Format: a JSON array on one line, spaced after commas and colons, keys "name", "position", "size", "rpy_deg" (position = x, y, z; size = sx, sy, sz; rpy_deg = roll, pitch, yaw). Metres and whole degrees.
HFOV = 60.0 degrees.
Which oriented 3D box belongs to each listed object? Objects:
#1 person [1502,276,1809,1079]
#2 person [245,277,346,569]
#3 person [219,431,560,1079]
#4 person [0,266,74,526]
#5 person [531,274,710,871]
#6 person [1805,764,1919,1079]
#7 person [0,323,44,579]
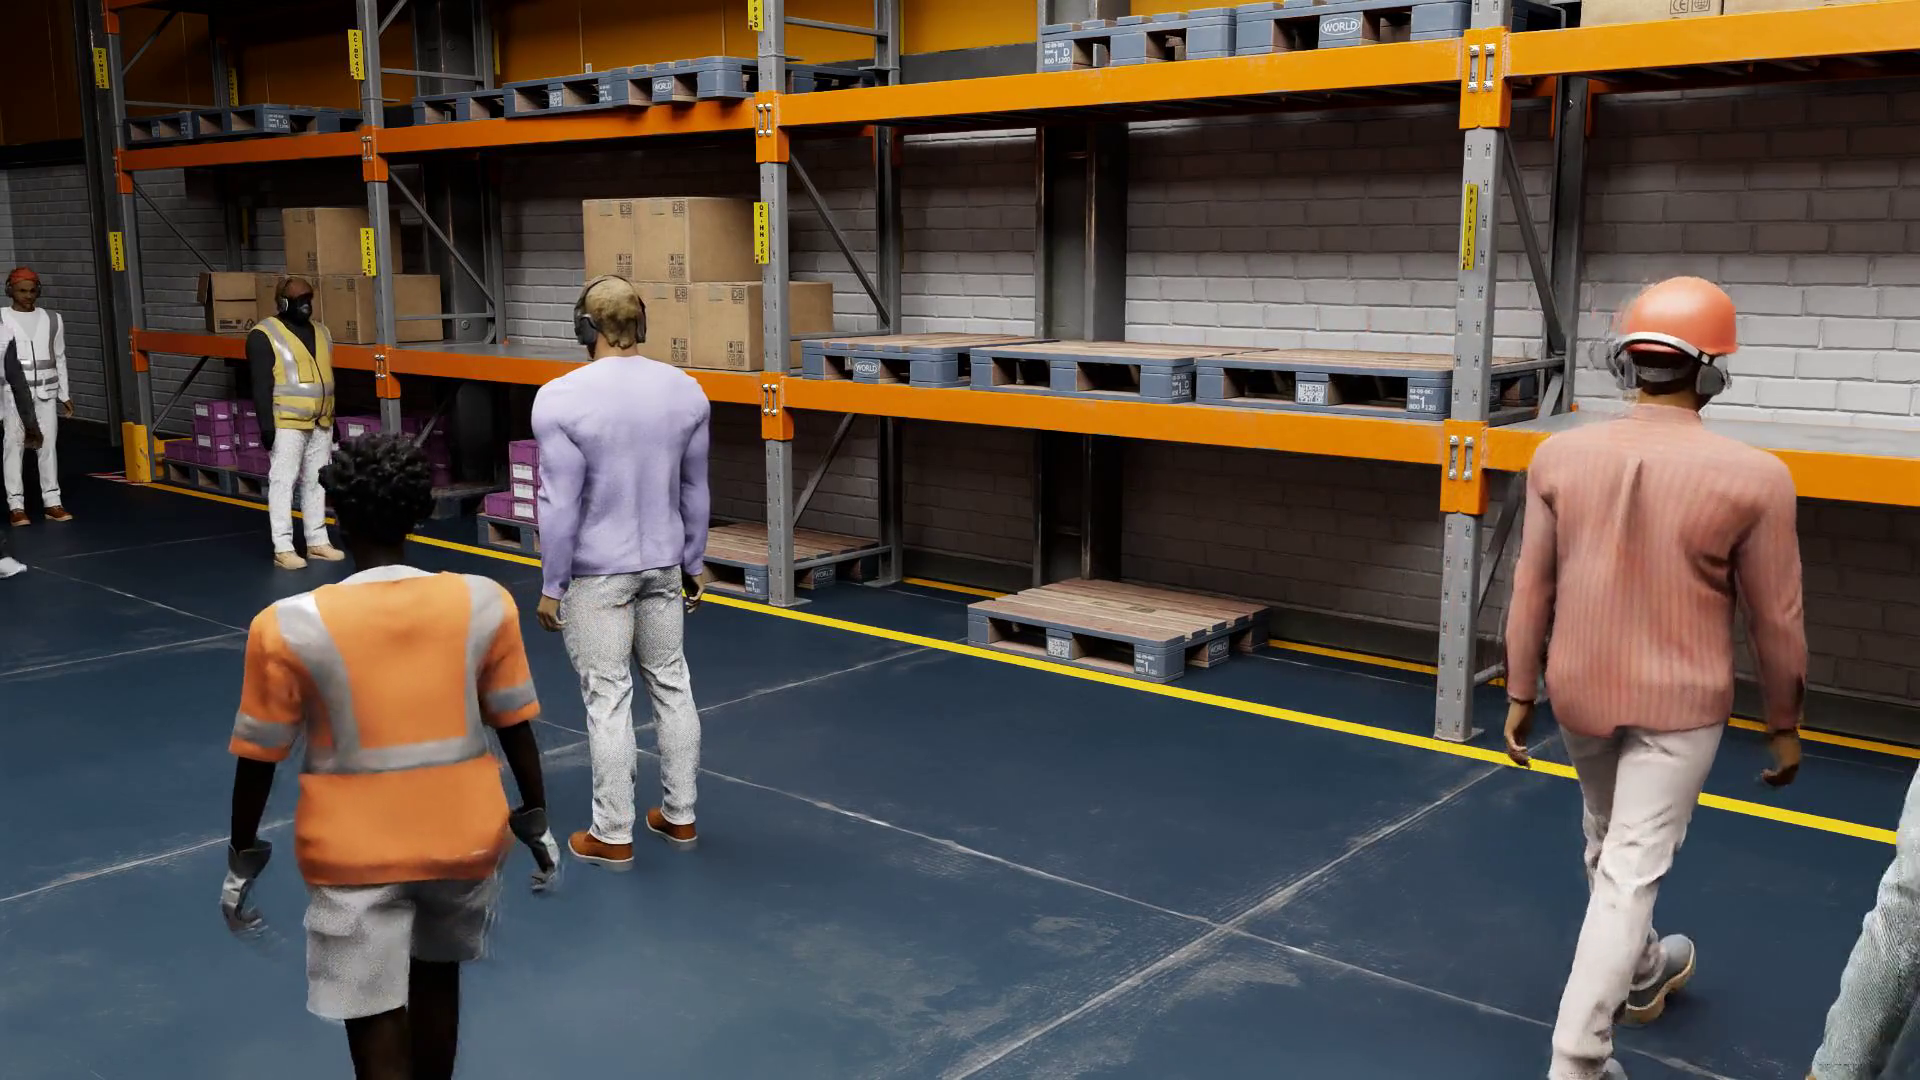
[{"name": "person", "position": [1.701, 0.359, 3.991], "size": [1.005, 1.942, 0.640], "rpy_deg": [-9, 14, -43]}, {"name": "person", "position": [-4.202, -0.746, 10.604], "size": [0.429, 1.839, 0.634], "rpy_deg": [5, 11, 25]}, {"name": "person", "position": [-1.143, 0.615, 3.333], "size": [0.630, 1.651, 0.719], "rpy_deg": [-7, 12, -35]}, {"name": "person", "position": [-6.834, -1.053, 12.218], "size": [0.355, 1.886, 0.572], "rpy_deg": [8, 13, 40]}, {"name": "person", "position": [-1.097, 0.110, 5.450], "size": [0.635, 1.936, 0.354], "rpy_deg": [-9, 14, -42]}, {"name": "person", "position": [1.529, 0.783, 2.337], "size": [0.504, 1.694, 0.935], "rpy_deg": [-2, 10, -12]}, {"name": "person", "position": [-5.973, -0.700, 10.219], "size": [0.927, 1.879, 0.616], "rpy_deg": [5, 11, 25]}]
